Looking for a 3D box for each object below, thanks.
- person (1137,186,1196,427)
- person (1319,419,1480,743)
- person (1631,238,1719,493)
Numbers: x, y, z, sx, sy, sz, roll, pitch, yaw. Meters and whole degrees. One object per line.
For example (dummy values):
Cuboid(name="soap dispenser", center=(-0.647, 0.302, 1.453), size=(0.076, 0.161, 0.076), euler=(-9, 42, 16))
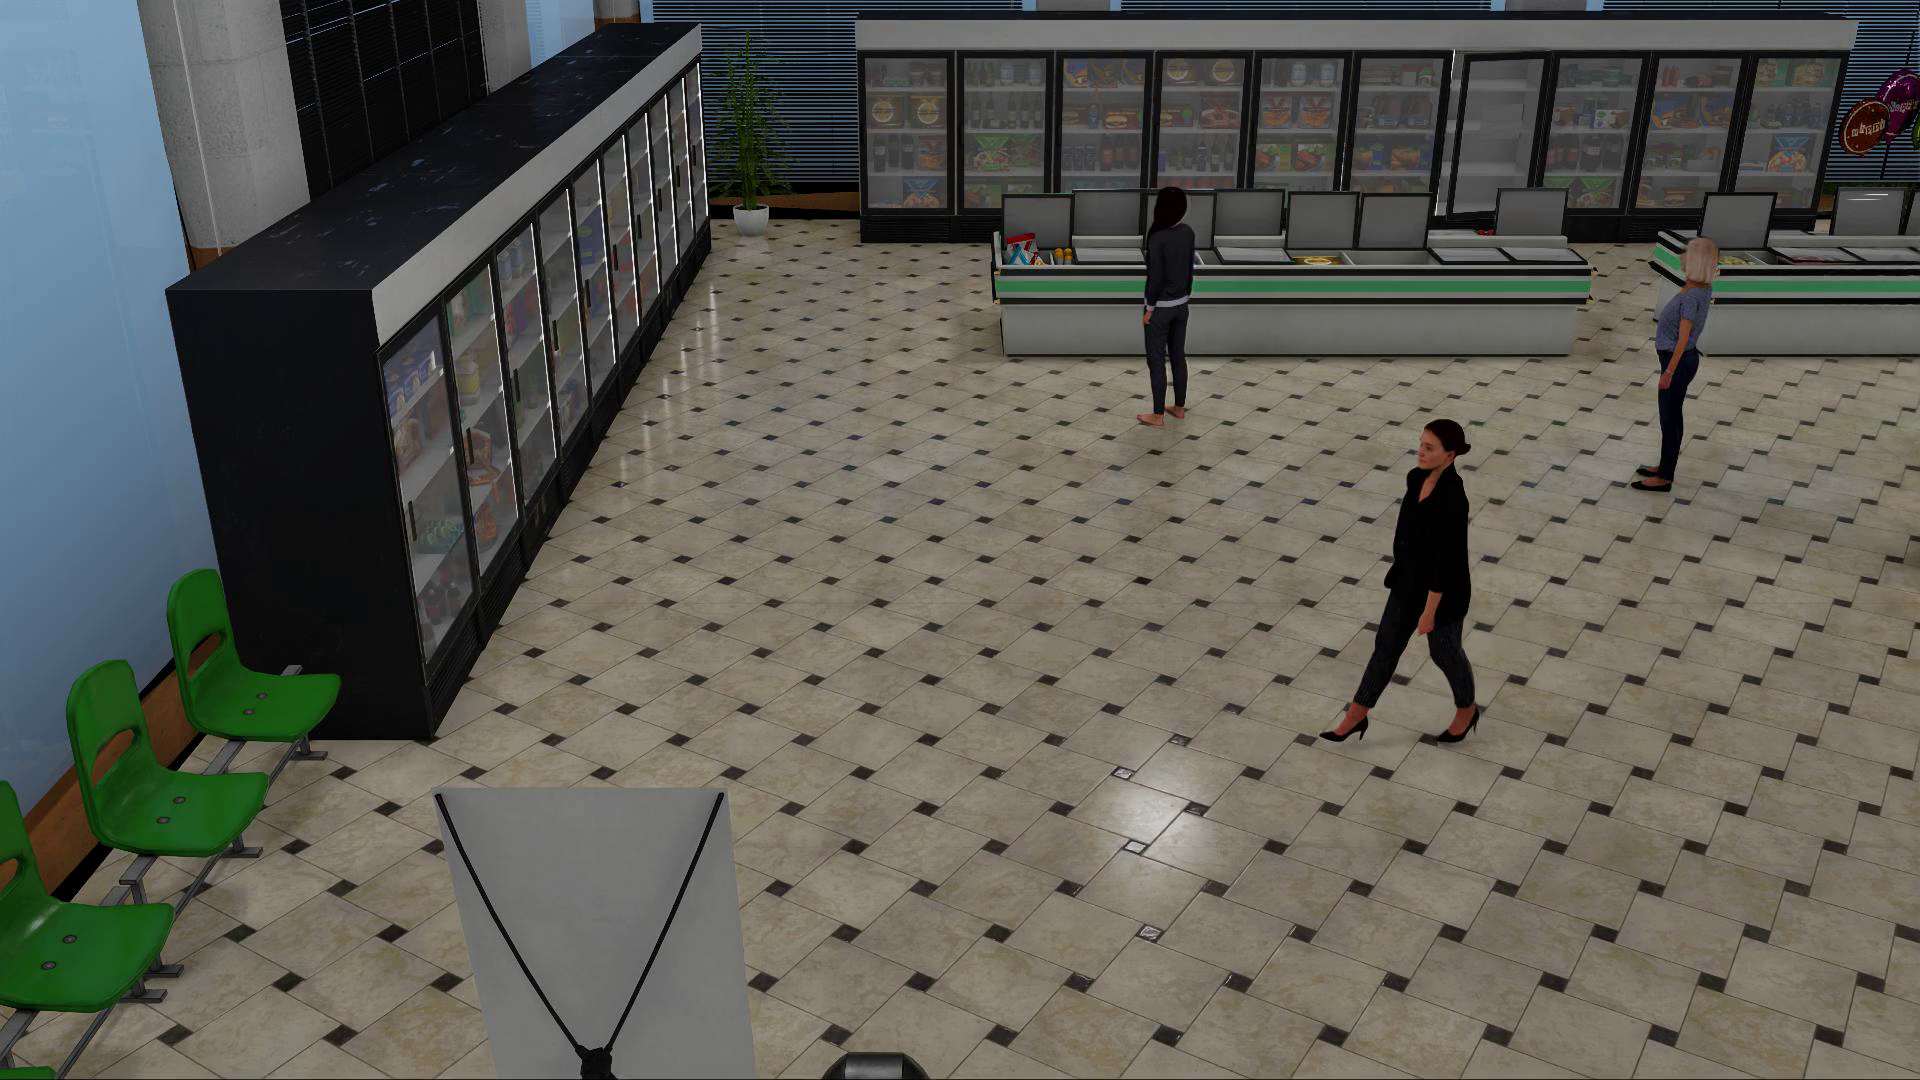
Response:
Cuboid(name="person", center=(1.541, -1.736, 12.326), size=(0.665, 1.768, 0.744), euler=(-19, 30, -37))
Cuboid(name="person", center=(2.305, 0.254, 7.899), size=(1.105, 1.672, 0.828), euler=(-6, 24, -13))
Cuboid(name="person", center=(4.796, -1.170, 11.091), size=(0.660, 1.722, 0.655), euler=(12, 27, 26))
